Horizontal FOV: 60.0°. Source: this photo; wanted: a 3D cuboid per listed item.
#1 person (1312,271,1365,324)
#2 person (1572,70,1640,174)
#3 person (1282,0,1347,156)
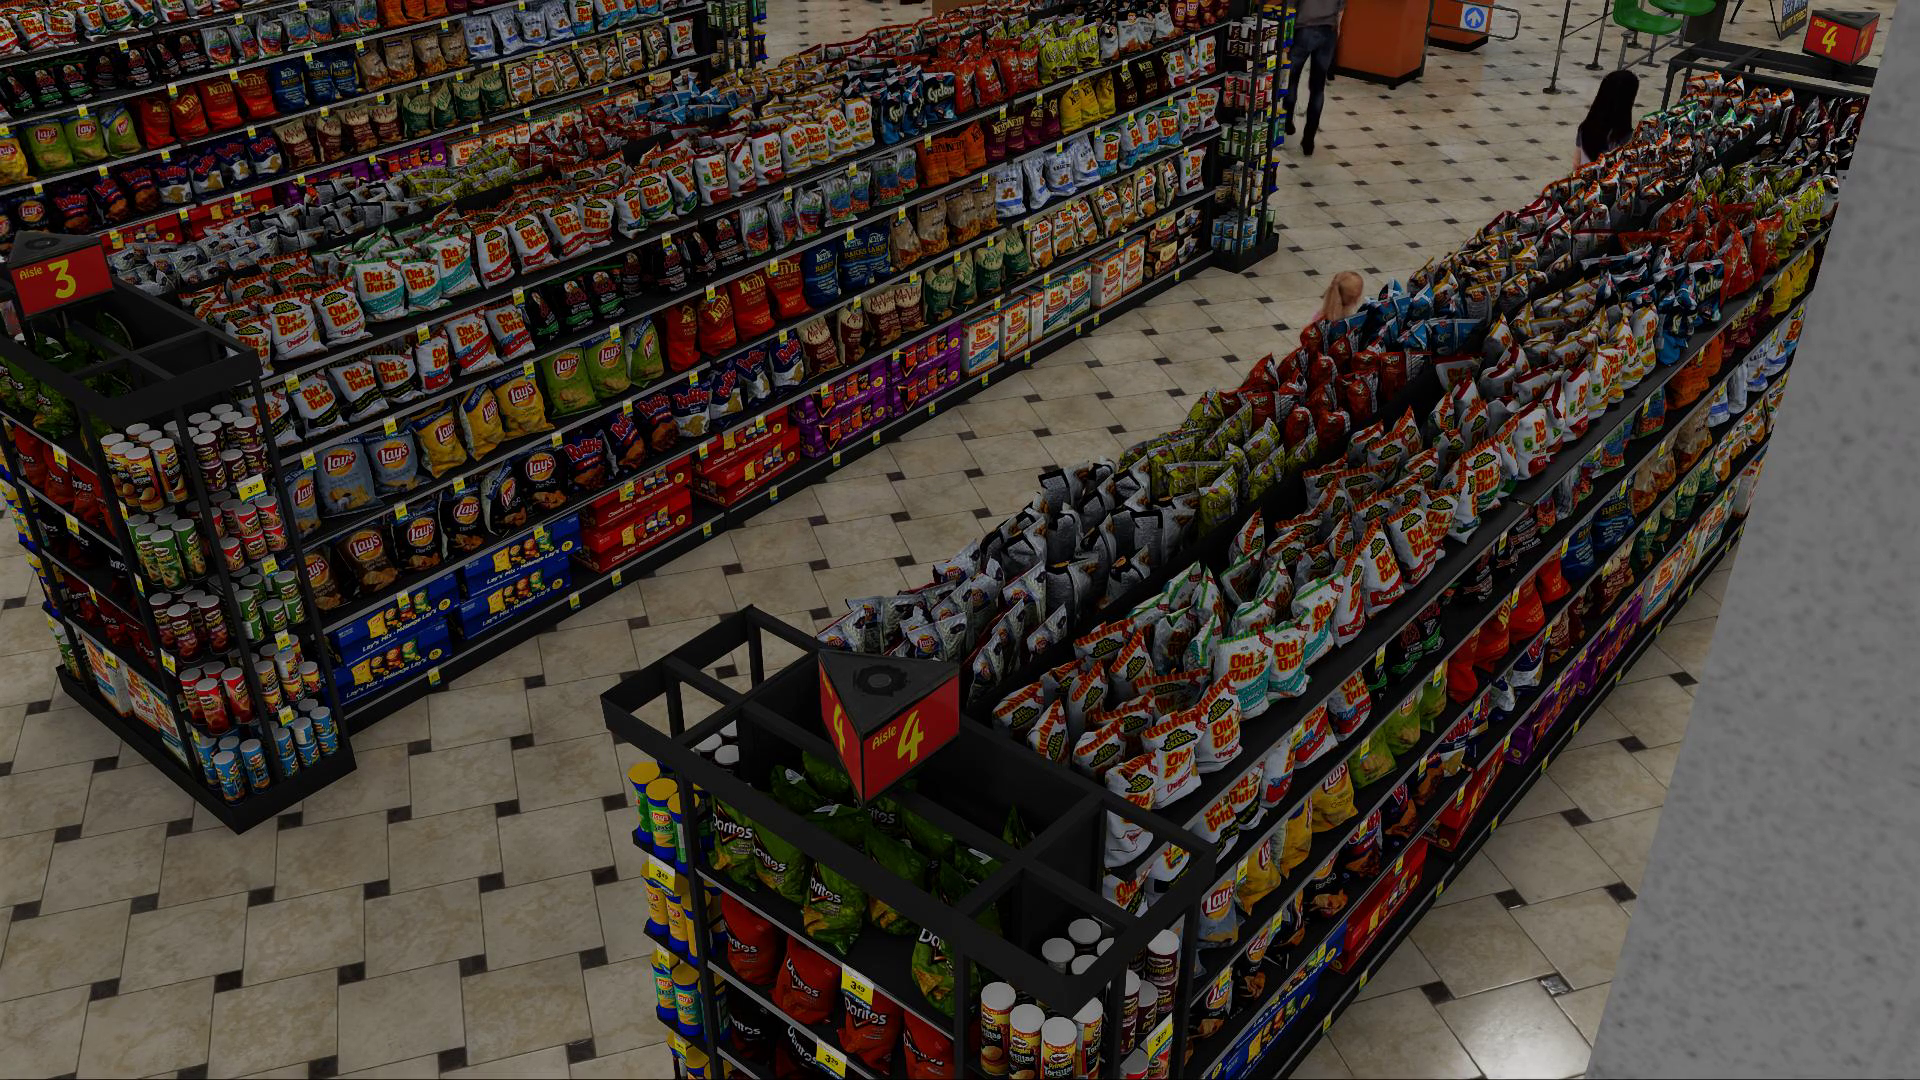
[{"bbox_3d":[1.983,-0.840,8.889,0.511,1.272,0.542,22,38,31],"label":"person"},{"bbox_3d":[3.997,-2.091,10.511,1.062,1.682,0.806,-20,37,-28],"label":"person"},{"bbox_3d":[2.884,-4.064,13.496,1.013,1.877,1.119,2,32,3],"label":"person"}]
